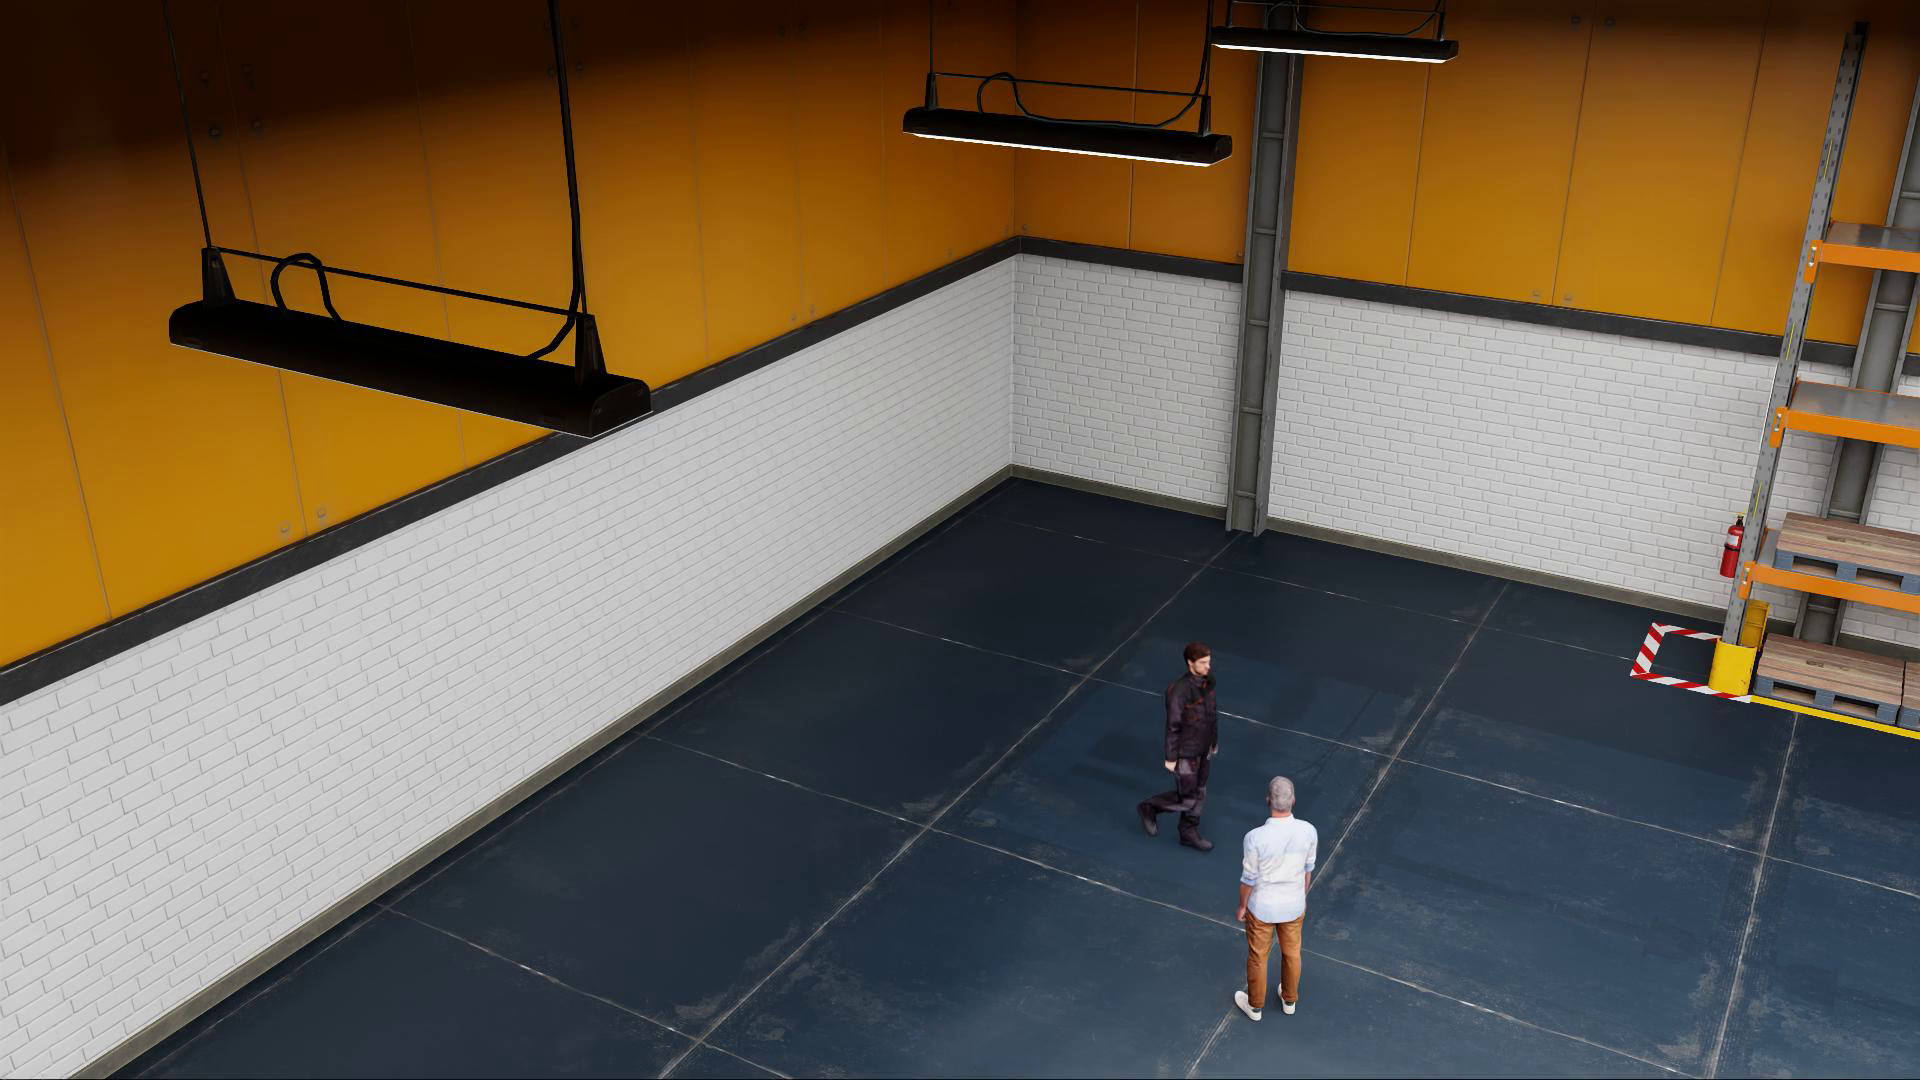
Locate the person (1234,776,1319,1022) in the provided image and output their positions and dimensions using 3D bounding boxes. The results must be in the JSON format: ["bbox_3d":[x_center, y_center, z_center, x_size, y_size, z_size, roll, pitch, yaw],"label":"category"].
[{"bbox_3d":[2.136,2.429,11.225,0.749,1.822,0.824,-5,24,-11],"label":"person"}]

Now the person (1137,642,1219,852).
[{"bbox_3d":[1.743,1.605,13.106,0.910,1.824,0.788,19,30,36],"label":"person"}]
